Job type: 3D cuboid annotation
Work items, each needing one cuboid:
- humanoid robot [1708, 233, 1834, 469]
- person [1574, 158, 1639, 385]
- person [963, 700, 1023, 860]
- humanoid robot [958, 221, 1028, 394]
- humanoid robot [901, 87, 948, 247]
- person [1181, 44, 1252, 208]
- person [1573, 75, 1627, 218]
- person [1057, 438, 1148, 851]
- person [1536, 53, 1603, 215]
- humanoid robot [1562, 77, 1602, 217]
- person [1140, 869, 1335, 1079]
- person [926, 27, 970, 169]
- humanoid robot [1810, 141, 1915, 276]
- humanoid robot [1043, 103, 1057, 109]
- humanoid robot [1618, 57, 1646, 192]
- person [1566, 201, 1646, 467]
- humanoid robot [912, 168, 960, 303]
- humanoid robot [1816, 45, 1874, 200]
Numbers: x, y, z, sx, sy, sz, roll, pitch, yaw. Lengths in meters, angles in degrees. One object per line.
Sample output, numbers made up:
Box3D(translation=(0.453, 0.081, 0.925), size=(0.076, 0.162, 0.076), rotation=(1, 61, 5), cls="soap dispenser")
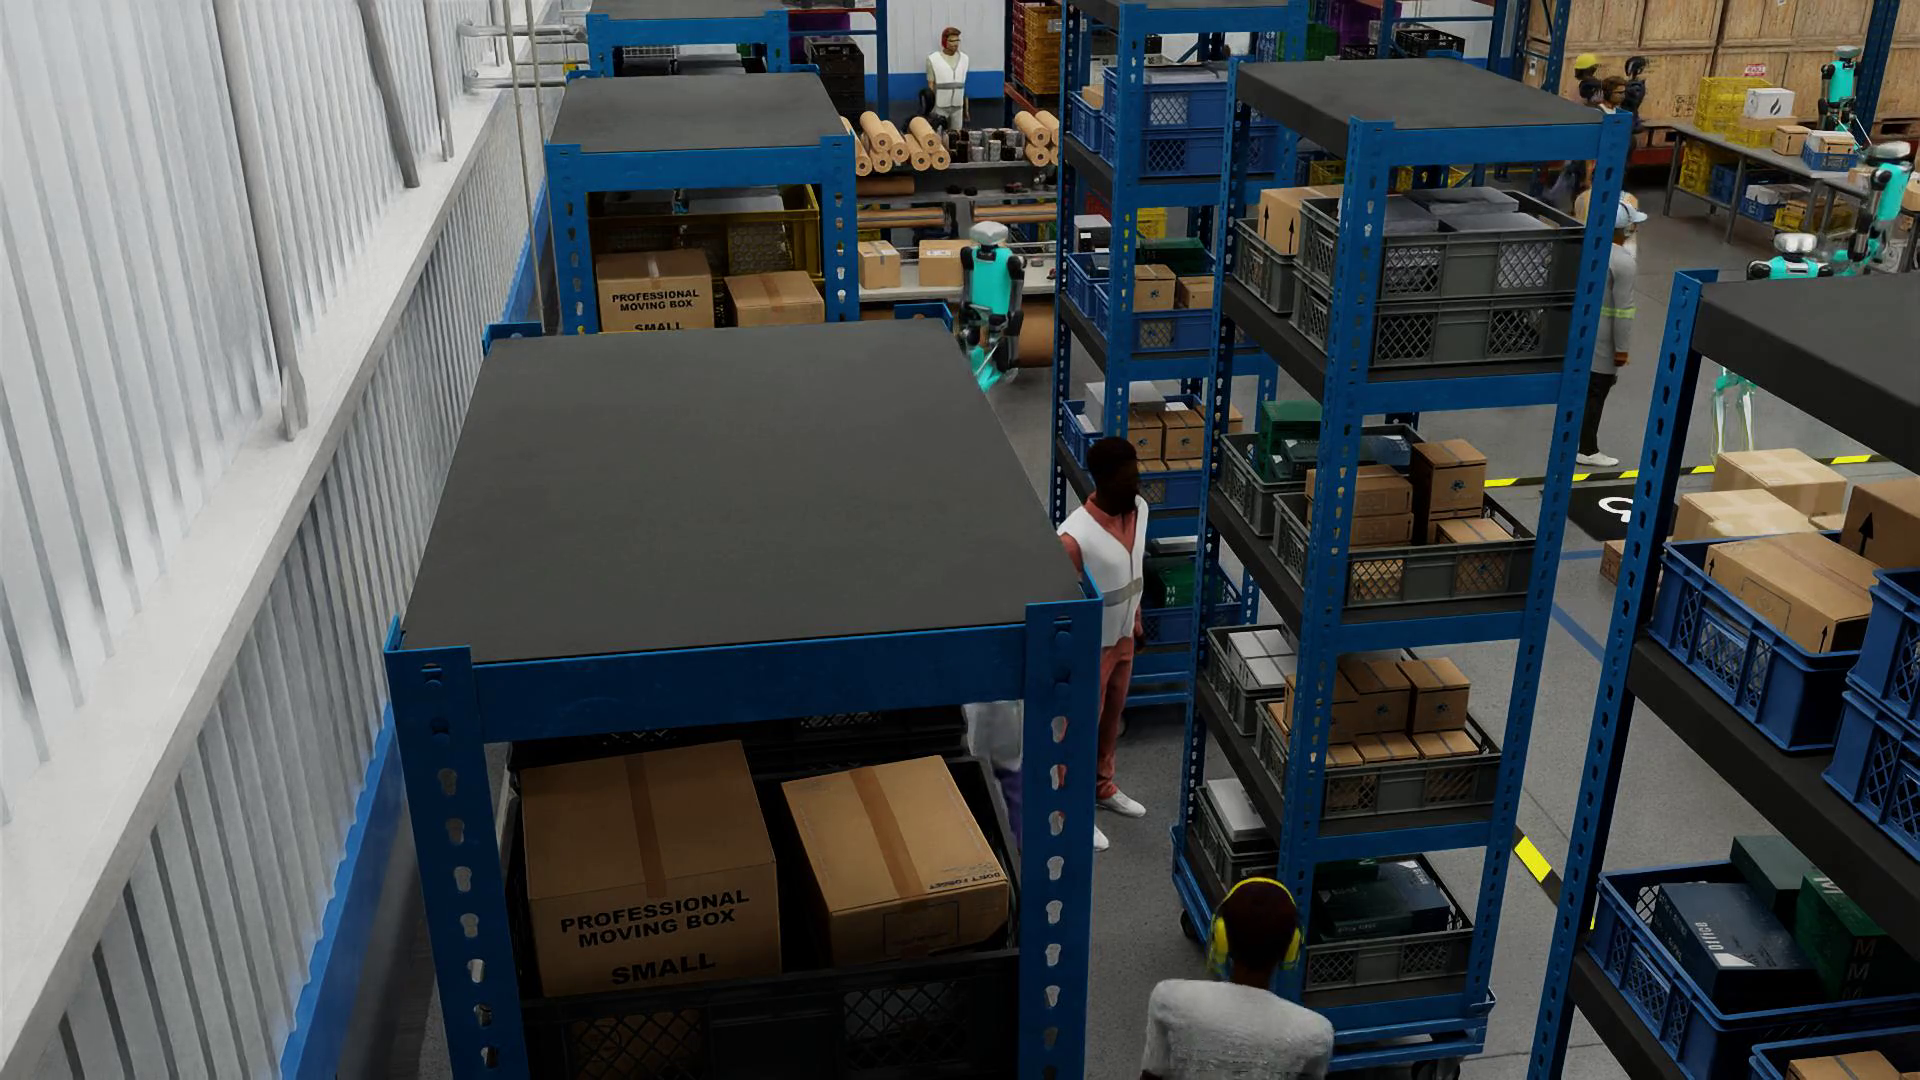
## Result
Box3D(translation=(5.371, -1.304, 11.217), size=(0.533, 1.675, 0.735), rotation=(1, 25, 2), cls="humanoid robot")
Box3D(translation=(4.927, -2.084, 12.870), size=(0.570, 1.902, 0.584), rotation=(-12, 27, -24), cls="person")
Box3D(translation=(-0.078, 1.068, 5.898), size=(0.658, 2.002, 0.559), rotation=(0, 25, 0), cls="person")
Box3D(translation=(0.060, -1.176, 11.162), size=(0.537, 1.834, 0.748), rotation=(21, 32, 37), cls="humanoid robot")
Box3D(translation=(-0.400, -3.701, 16.648), size=(0.589, 1.645, 0.453), rotation=(-15, 28, -29), cls="humanoid robot")
Box3D(translation=(2.923, -4.533, 18.314), size=(0.835, 1.814, 0.652), rotation=(0, 25, 0), cls="person")
Box3D(translation=(6.246, -3.621, 16.300), size=(0.336, 1.837, 0.504), rotation=(20, 32, 37), cls="person")
Box3D(translation=(0.624, 0.442, 7.367), size=(0.384, 1.915, 0.595), rotation=(17, 30, 32), cls="person")
Box3D(translation=(6.714, -4.433, 18.193), size=(0.530, 1.719, 0.831), rotation=(-17, 30, -33), cls="person")
Box3D(translation=(6.576, -3.951, 17.204), size=(0.569, 1.627, 0.591), rotation=(19, 31, 35), cls="humanoid robot")
Box3D(translation=(0.708, 1.744, 4.625), size=(0.556, 1.836, 0.447), rotation=(7, 26, 15), cls="person")
Box3D(translation=(-0.143, -5.017, 19.334), size=(0.563, 1.836, 0.390), rotation=(-15, 28, -29), cls="person")
Box3D(translation=(7.495, -2.521, 14.075), size=(0.547, 1.762, 1.043), rotation=(-18, 30, -34), cls="humanoid robot")
Box3D(translation=(1.013, -4.355, 18.082), size=(0.342, 1.648, 0.601), rotation=(-4, 25, -9), cls="humanoid robot")
Box3D(translation=(7.330, -4.494, 18.396), size=(0.487, 1.653, 0.609), rotation=(2, 25, 4), cls="humanoid robot")
Box3D(translation=(4.449, -1.423, 11.497), size=(0.370, 1.852, 0.588), rotation=(-5, 25, -11), cls="person")
Box3D(translation=(-0.226, -2.458, 14.016), size=(0.764, 1.635, 0.608), rotation=(-17, 30, -32), cls="humanoid robot")
Box3D(translation=(9.743, -4.526, 18.218), size=(0.533, 1.677, 0.735), rotation=(-11, 27, -23), cls="humanoid robot")
